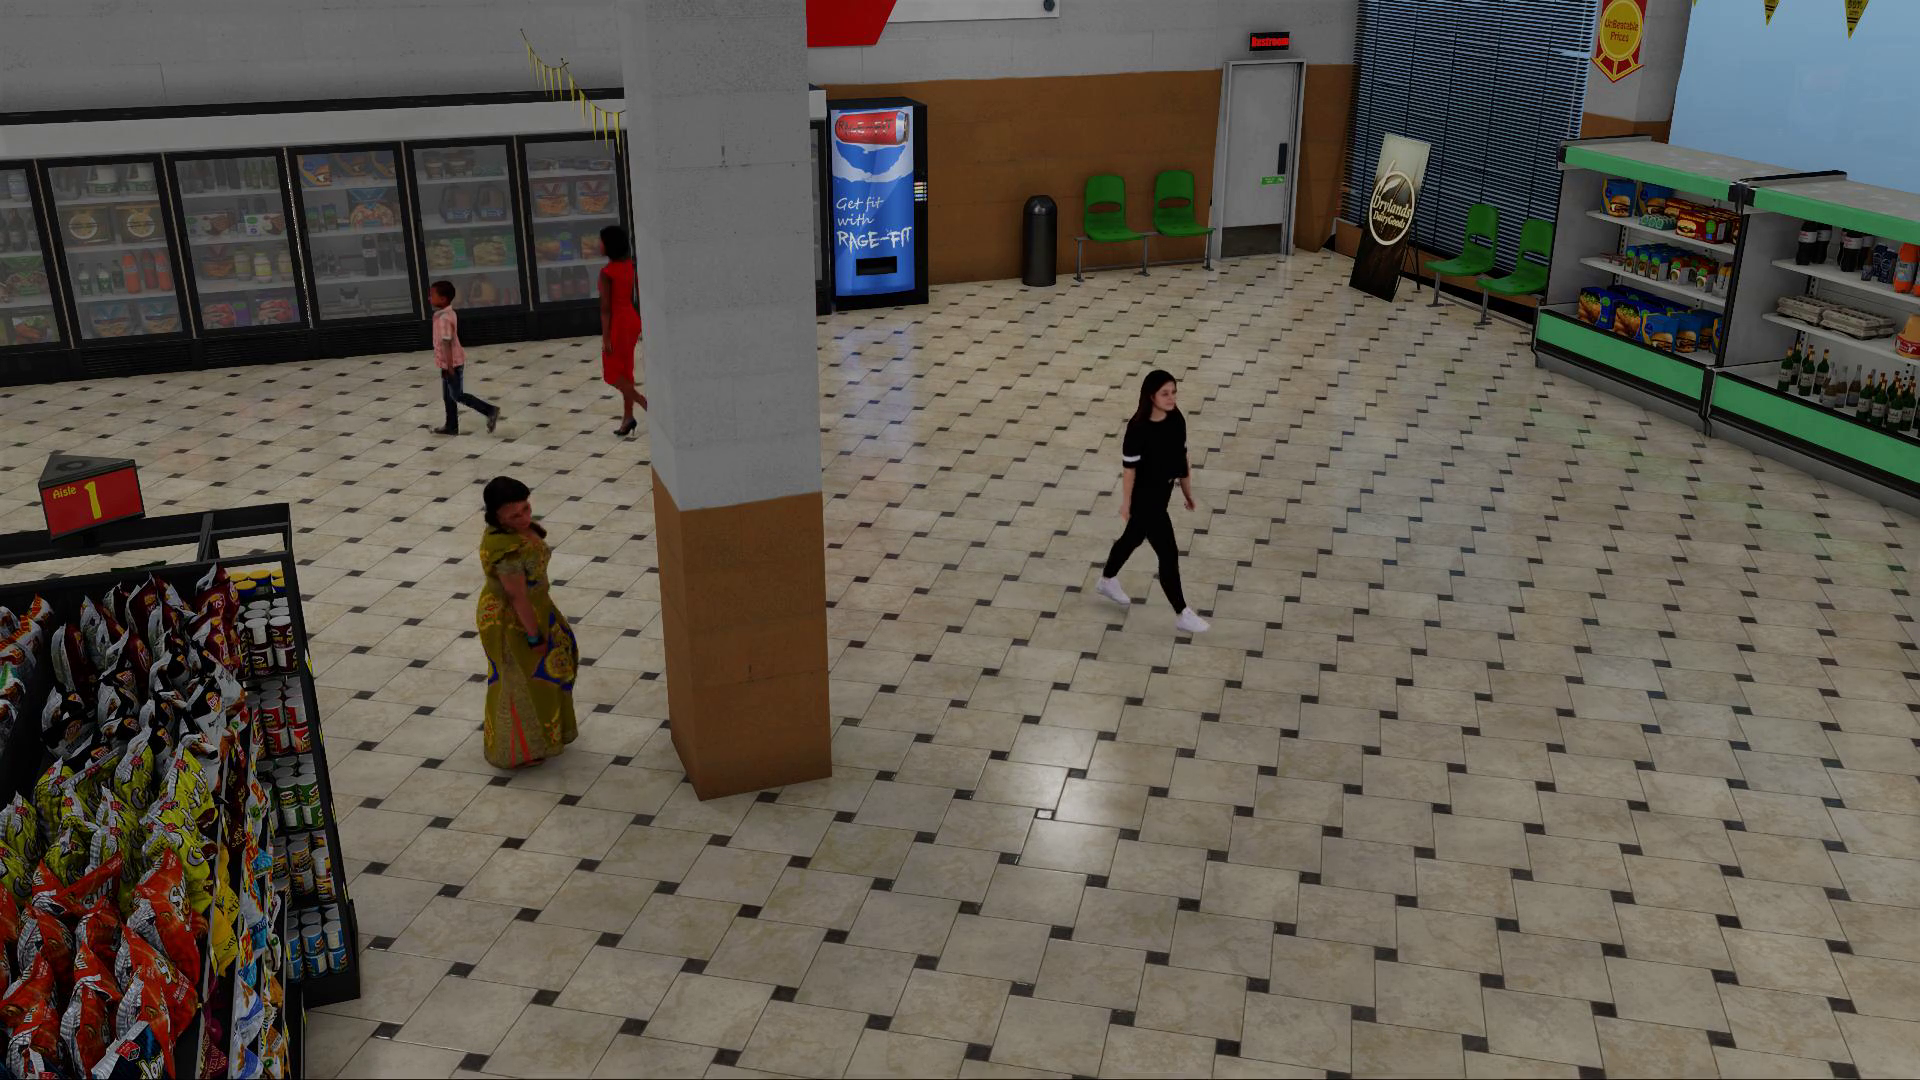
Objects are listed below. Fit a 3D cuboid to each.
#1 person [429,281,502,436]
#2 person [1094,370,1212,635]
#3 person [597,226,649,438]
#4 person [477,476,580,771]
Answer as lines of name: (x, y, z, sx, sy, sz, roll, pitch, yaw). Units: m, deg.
person: (-4.052, -1.452, 13.470, 0.639, 1.294, 0.780, -4, 22, -10)
person: (1.108, -0.255, 10.103, 0.931, 1.583, 1.222, -20, 29, -40)
person: (-2.643, -1.635, 13.337, 0.884, 1.732, 0.832, 9, 24, 21)
person: (-2.239, 0.415, 8.370, 1.071, 1.631, 0.824, -7, 23, -17)
